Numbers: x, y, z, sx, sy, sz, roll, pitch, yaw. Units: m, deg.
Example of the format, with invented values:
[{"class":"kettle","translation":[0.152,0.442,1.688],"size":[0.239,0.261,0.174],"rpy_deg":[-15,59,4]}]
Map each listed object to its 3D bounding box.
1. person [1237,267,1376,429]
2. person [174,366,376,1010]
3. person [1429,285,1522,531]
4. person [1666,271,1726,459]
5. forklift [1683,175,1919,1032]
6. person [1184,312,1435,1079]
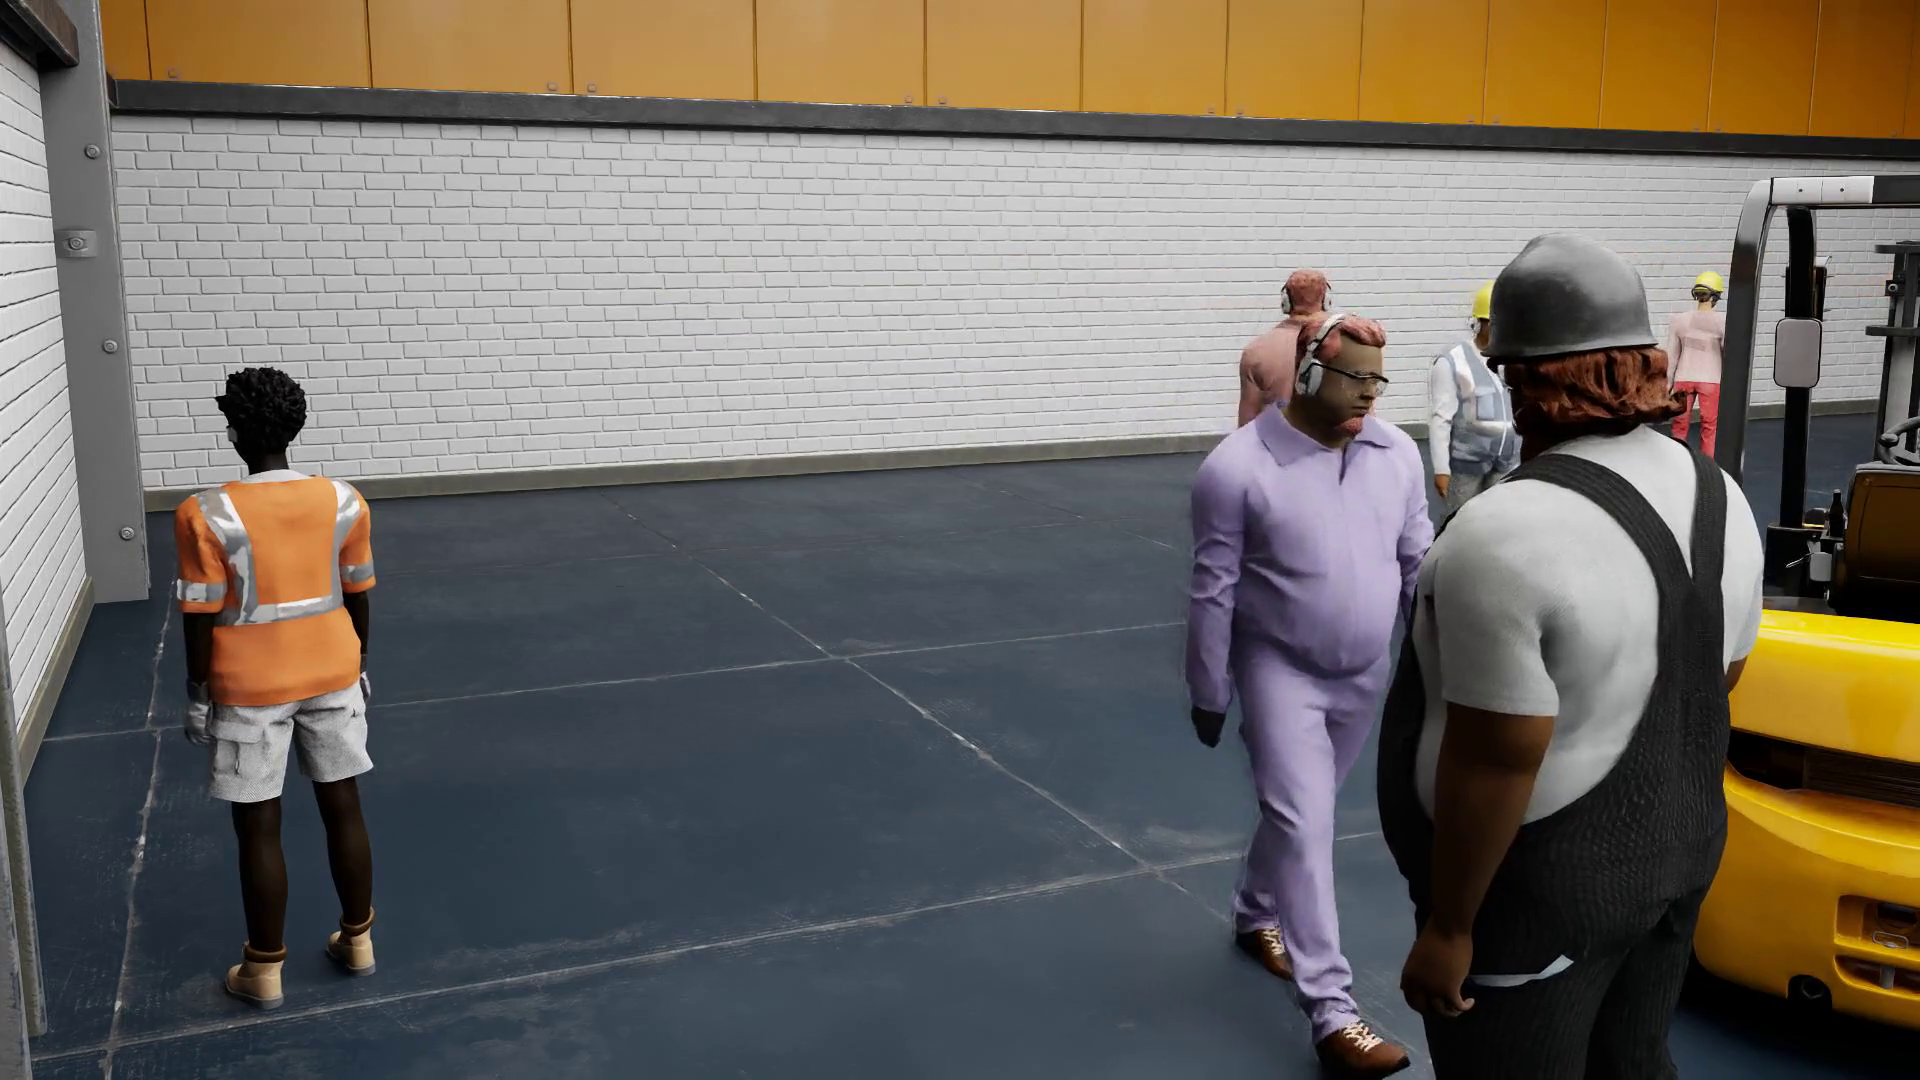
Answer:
[{"class":"person","translation":[1.634,-0.347,7.911],"size":[0.658,1.887,0.680],"rpy_deg":[3,11,14]},{"class":"person","translation":[-1.800,0.388,4.433],"size":[0.319,1.691,0.535],"rpy_deg":[9,13,40]},{"class":"person","translation":[2.721,-0.412,8.568],"size":[0.623,1.779,0.932],"rpy_deg":[-2,10,-8]},{"class":"person","translation":[5.855,-1.232,13.157],"size":[0.533,1.765,0.326],"rpy_deg":[9,14,41]},{"class":"forklift","translation":[2.810,0.094,4.662],"size":[1.214,2.155,2.313],"rpy_deg":[7,12,34]},{"class":"person","translation":[0.929,0.353,4.225],"size":[0.623,1.840,0.998],"rpy_deg":[-5,11,-24]}]
